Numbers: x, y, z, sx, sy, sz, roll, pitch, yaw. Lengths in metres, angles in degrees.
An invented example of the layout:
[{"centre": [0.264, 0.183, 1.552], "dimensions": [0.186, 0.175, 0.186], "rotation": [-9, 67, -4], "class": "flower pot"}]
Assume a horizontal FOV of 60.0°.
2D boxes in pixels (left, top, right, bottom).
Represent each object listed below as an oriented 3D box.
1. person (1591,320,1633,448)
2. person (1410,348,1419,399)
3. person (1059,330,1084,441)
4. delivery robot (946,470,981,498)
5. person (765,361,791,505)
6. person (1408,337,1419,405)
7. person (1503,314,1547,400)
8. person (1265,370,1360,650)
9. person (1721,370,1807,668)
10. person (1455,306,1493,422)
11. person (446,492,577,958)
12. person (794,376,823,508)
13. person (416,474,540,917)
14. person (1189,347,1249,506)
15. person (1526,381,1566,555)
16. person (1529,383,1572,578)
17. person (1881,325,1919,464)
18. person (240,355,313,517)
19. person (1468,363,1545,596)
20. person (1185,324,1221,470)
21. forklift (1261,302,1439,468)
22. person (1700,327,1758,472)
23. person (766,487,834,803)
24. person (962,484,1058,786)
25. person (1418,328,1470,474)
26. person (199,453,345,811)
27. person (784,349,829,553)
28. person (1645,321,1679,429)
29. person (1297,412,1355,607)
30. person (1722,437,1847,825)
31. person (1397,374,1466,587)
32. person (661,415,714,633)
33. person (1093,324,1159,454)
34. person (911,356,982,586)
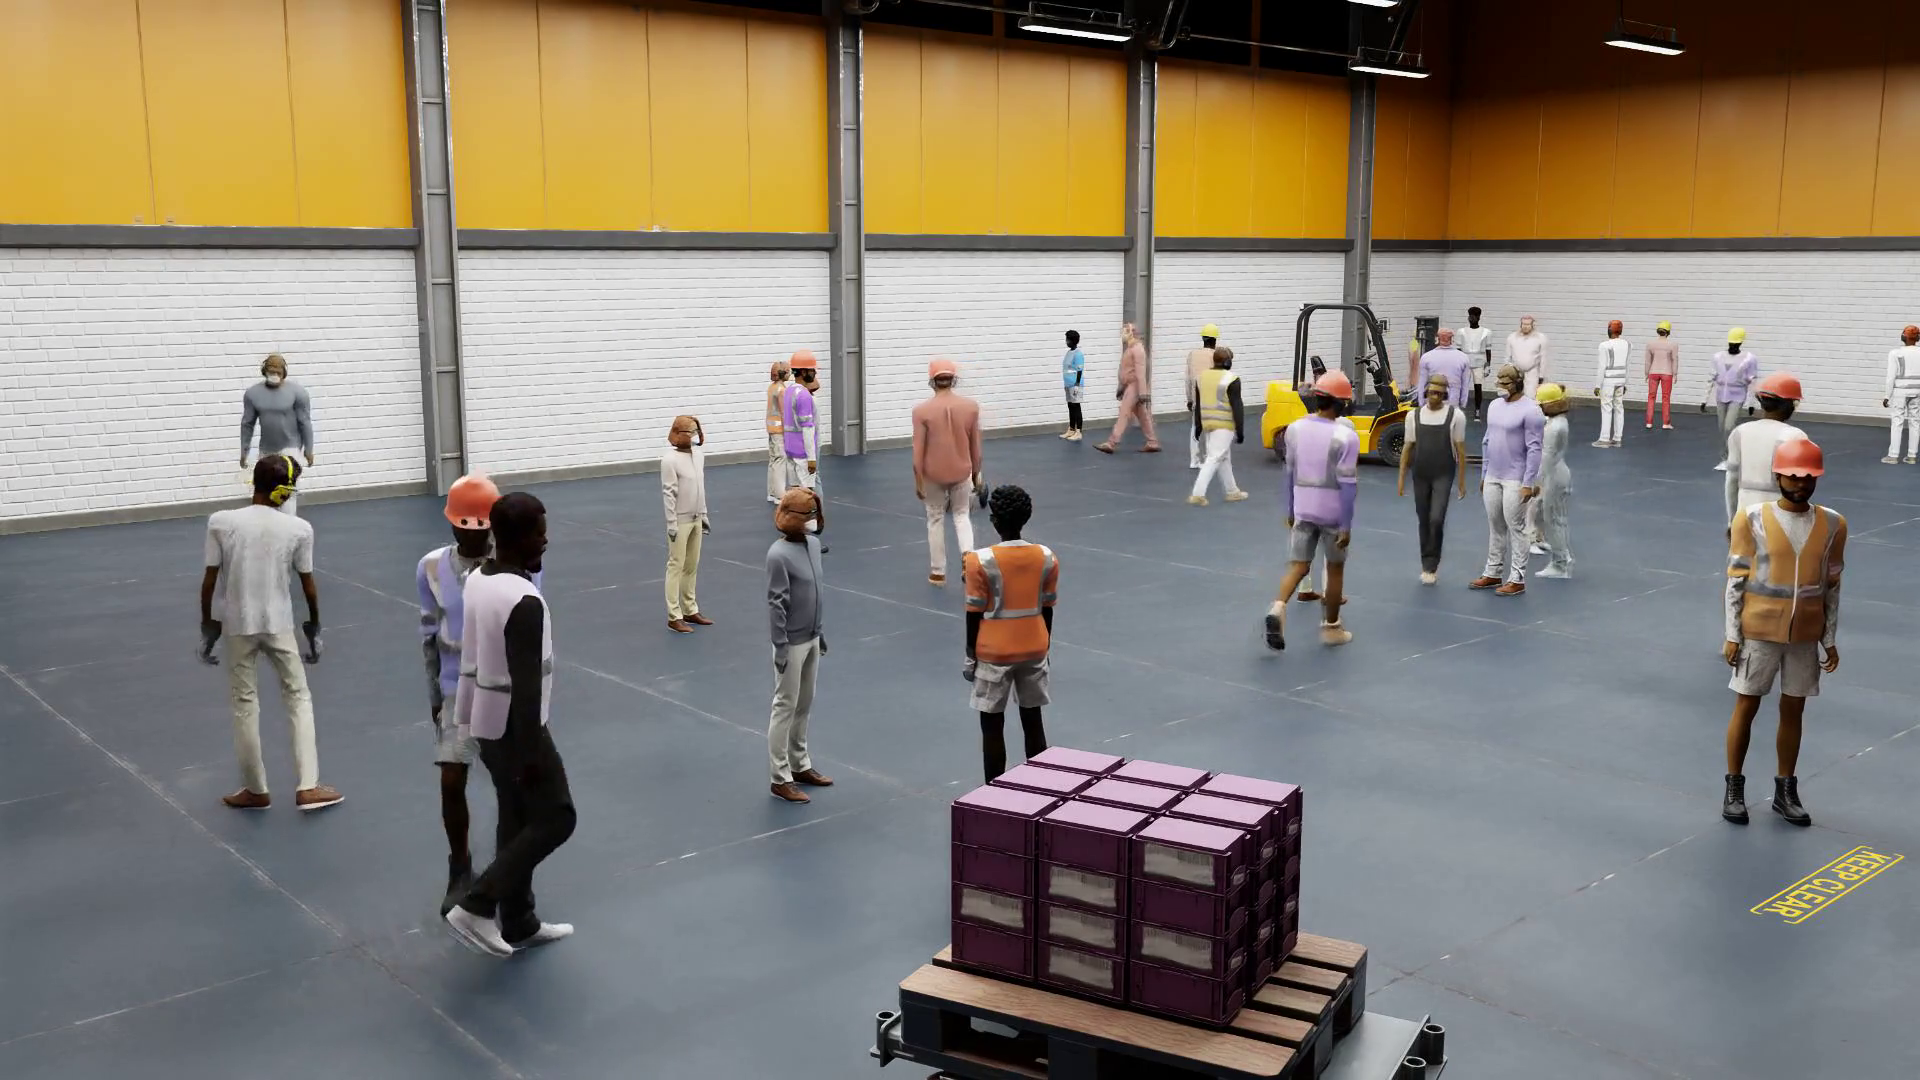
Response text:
[{"centre": [9.599, -2.297, 24.494], "dimensions": [0.574, 1.883, 0.356], "rotation": [-4, 10, -22], "class": "person"}, {"centre": [6.972, -2.326, 25.111], "dimensions": [0.493, 1.767, 0.537], "rotation": [-2, 10, -10], "class": "person"}, {"centre": [1.727, -2.368, 25.456], "dimensions": [0.318, 1.697, 0.533], "rotation": [-3, 10, -17], "class": "person"}, {"centre": [0.027, -0.649, 18.428], "dimensions": [0.477, 0.478, 0.707], "rotation": [2, 9, 9], "class": "delivery robot"}, {"centre": [-2.047, -1.211, 18.872], "dimensions": [0.313, 1.633, 0.519], "rotation": [-4, 10, -21], "class": "person"}, {"centre": [7.159, -2.465, 25.595], "dimensions": [0.429, 1.845, 0.627], "rotation": [-4, 10, -20], "class": "person"}, {"centre": [9.021, -2.662, 26.629], "dimensions": [0.635, 1.885, 0.453], "rotation": [7, 12, 34], "class": "person"}, {"centre": [2.516, -0.192, 11.795], "dimensions": [0.622, 2.019, 0.830], "rotation": [9, 13, 43], "class": "person"}, {"centre": [5.562, -0.146, 11.442], "dimensions": [0.392, 2.042, 0.609], "rotation": [-4, 11, -24], "class": "person"}, {"centre": [8.735, -2.995, 28.341], "dimensions": [0.610, 1.963, 0.366], "rotation": [4, 11, 24], "class": "person"}, {"centre": [-1.795, 0.751, 6.609], "dimensions": [0.493, 1.896, 0.588], "rotation": [-7, 12, -37], "class": "person"}, {"centre": [-1.587, -0.955, 17.367], "dimensions": [0.275, 1.632, 0.507], "rotation": [-3, 10, -16], "class": "person"}, {"centre": [-2.050, 0.665, 7.107], "dimensions": [0.538, 1.903, 0.636], "rotation": [-1, 10, -4], "class": "person"}, {"centre": [2.940, -1.290, 18.853], "dimensions": [0.972, 1.798, 0.637], "rotation": [-6, 12, -33], "class": "person"}, {"centre": [5.557, -0.687, 15.783], "dimensions": [0.523, 1.638, 0.310], "rotation": [-9, 13, -41], "class": "person"}, {"centre": [5.191, -0.516, 14.564], "dimensions": [0.410, 1.710, 0.510], "rotation": [4, 10, 22], "class": "person"}, {"centre": [12.816, -1.961, 22.534], "dimensions": [0.574, 1.882, 0.356], "rotation": [0, 10, 1], "class": "person"}, {"centre": [-6.627, -0.855, 16.119], "dimensions": [0.699, 1.875, 0.958], "rotation": [1, 10, 5], "class": "person"}, {"centre": [4.559, -0.504, 13.843], "dimensions": [0.372, 1.937, 0.627], "rotation": [-4, 11, -23], "class": "person"}, {"centre": [3.253, -1.879, 21.919], "dimensions": [0.593, 1.925, 0.384], "rotation": [8, 13, 41], "class": "person"}, {"centre": [5.320, -2.157, 22.763], "dimensions": [2.313, 2.155, 1.214], "rotation": [3, 10, 16], "class": "forklift"}, {"centre": [10.028, -1.832, 21.728], "dimensions": [0.617, 1.894, 0.620], "rotation": [-7, 12, -35], "class": "person"}, {"centre": [-0.835, 0.532, 8.662], "dimensions": [0.269, 1.632, 0.508], "rotation": [4, 10, 21], "class": "person"}, {"centre": [0.253, 0.565, 8.311], "dimensions": [0.529, 1.689, 0.321], "rotation": [-6, 11, -31], "class": "person"}, {"centre": [6.202, -1.774, 21.395], "dimensions": [0.641, 1.900, 0.403], "rotation": [1, 10, 4], "class": "person"}, {"centre": [-3.479, 0.485, 8.363], "dimensions": [0.653, 1.837, 0.504], "rotation": [-4, 11, -24], "class": "person"}, {"centre": [-1.479, -0.837, 15.788], "dimensions": [0.362, 1.938, 0.545], "rotation": [-5, 11, -25], "class": "person"}, {"centre": [11.419, -2.681, 27.086], "dimensions": [0.523, 1.769, 0.313], "rotation": [7, 12, 37], "class": "person"}, {"centre": [2.951, -0.392, 13.429], "dimensions": [0.501, 1.861, 0.327], "rotation": [8, 13, 40], "class": "person"}, {"centre": [4.074, 0.453, 8.232], "dimensions": [0.543, 1.939, 0.360], "rotation": [1, 10, 8], "class": "person"}, {"centre": [3.994, -0.502, 14.169], "dimensions": [0.550, 1.815, 0.687], "rotation": [6, 11, 31], "class": "person"}, {"centre": [-2.055, -0.131, 12.540], "dimensions": [0.279, 1.634, 0.499], "rotation": [4, 11, 24], "class": "person"}, {"centre": [2.402, -2.149, 23.723], "dimensions": [1.003, 1.848, 0.667], "rotation": [-1, 10, -4], "class": "person"}, {"centre": [-0.104, -0.563, 14.052], "dimensions": [0.616, 1.977, 0.615], "rotation": [-2, 10, -14], "class": "person"}]
